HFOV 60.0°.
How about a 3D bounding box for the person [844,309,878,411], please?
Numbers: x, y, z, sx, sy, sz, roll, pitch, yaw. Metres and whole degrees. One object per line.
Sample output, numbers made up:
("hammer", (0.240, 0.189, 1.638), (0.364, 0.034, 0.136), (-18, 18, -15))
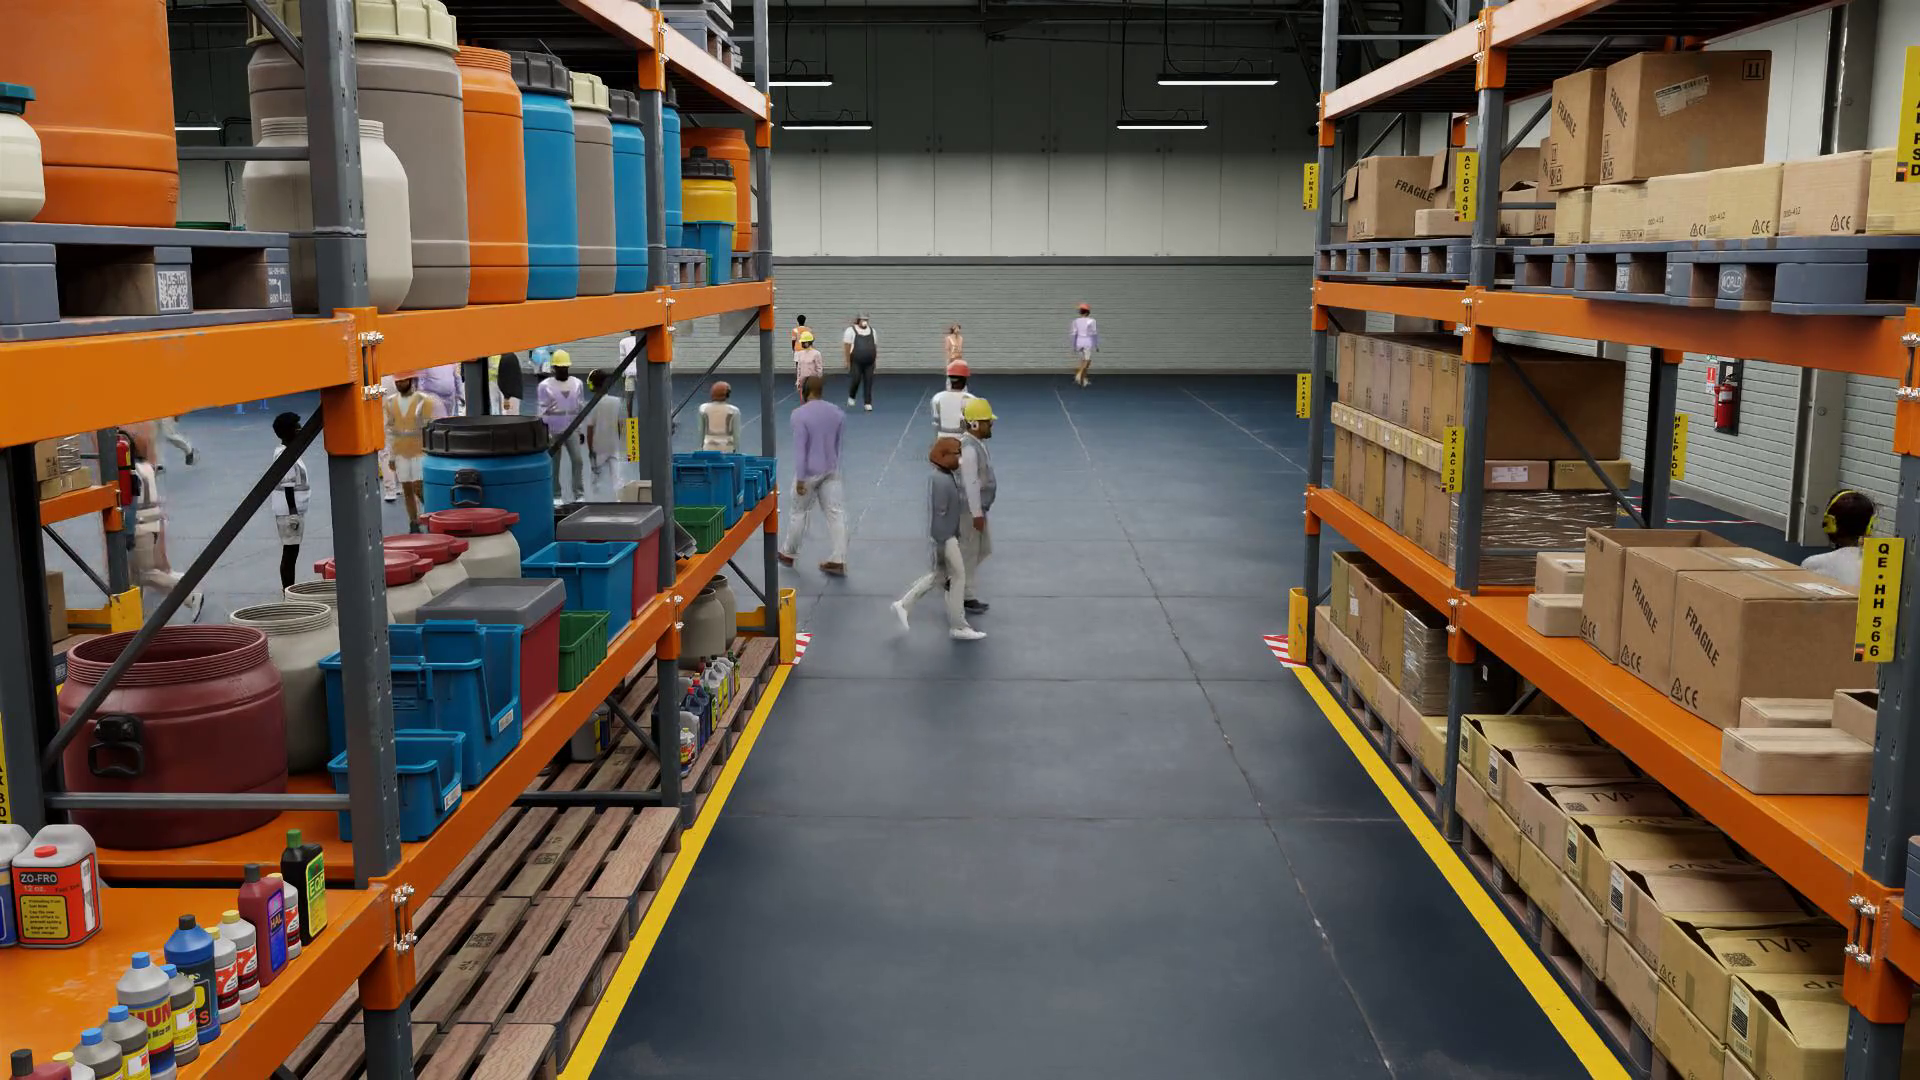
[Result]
("person", (-1.951, -3.596, 33.311), (0.699, 2.000, 0.605), (-4, 10, -24))

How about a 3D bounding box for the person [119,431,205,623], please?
("person", (-6.515, -0.077, 13.361), (0.696, 1.619, 0.517), (-3, 10, -16))

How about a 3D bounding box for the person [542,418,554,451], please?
("person", (-3.352, -0.092, 13.044), (0.395, 1.751, 0.549), (0, 9, 2))

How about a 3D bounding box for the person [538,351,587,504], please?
("person", (-4.731, -1.313, 19.944), (0.613, 1.889, 0.849), (-7, 12, -35))

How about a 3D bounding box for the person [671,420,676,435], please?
("person", (-5.119, -2.628, 27.732), (0.660, 1.925, 0.620), (6, 11, 33))

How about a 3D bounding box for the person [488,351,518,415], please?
("person", (-8.167, -2.856, 29.510), (0.684, 1.772, 1.002), (-3, 10, -19))

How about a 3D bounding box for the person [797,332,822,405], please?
("person", (-2.620, -2.714, 28.747), (0.533, 1.759, 0.331), (7, 12, 36))

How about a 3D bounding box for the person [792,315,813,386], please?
("person", (-3.790, -4.559, 39.967), (0.539, 1.698, 0.319), (-3, 10, -18))

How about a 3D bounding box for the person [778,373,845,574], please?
("person", (-1.443, -0.647, 15.956), (0.984, 1.892, 0.648), (9, 13, 43))

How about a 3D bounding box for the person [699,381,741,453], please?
("person", (-2.758, -1.015, 19.022), (0.513, 1.608, 0.786), (1, 10, 5))

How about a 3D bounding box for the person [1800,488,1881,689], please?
("person", (4.333, 0.656, 8.329), (0.551, 1.834, 0.859), (0, 9, -3))

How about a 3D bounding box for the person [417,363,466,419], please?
("person", (-7.854, -2.151, 25.078), (0.939, 1.871, 0.683), (8, 12, 39))

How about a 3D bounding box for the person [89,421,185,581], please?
("person", (-7.425, -0.489, 15.038), (0.680, 1.876, 0.814), (2, 10, 14))

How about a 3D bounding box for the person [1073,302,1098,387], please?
("person", (2.922, -4.623, 39.432), (0.619, 2.017, 0.869), (7, 12, 35))

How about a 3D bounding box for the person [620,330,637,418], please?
("person", (-5.856, -3.018, 30.062), (0.543, 1.928, 0.371), (1, 10, 8))

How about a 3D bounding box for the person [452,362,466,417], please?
("person", (-9.293, -3.038, 30.441), (0.622, 1.844, 0.429), (5, 11, 26))

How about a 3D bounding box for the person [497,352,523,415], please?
("person", (-6.686, -2.129, 24.653), (0.500, 1.973, 0.624), (-1, 10, -7))

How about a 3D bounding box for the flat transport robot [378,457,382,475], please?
("flat transport robot", (-8.186, -1.090, 23.592), (0.652, 0.197, 1.431), (-1, 9, -5))

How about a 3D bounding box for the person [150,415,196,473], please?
("person", (-11.242, -1.869, 23.520), (0.601, 1.813, 0.650), (4, 10, 22))

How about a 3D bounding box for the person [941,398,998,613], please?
("person", (0.115, -0.295, 14.090), (0.419, 1.822, 0.599), (2, 10, 10))

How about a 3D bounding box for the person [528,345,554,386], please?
("person", (-9.030, -3.854, 35.911), (0.533, 1.653, 0.916), (-1, 10, -7))

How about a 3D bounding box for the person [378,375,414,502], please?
("person", (-7.163, -1.439, 20.783), (0.659, 1.857, 0.970), (-5, 11, -27))

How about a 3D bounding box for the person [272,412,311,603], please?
("person", (-5.666, -0.241, 14.115), (0.316, 1.695, 0.542), (-4, 10, -22))

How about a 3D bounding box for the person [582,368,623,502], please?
("person", (-3.846, -0.937, 17.955), (0.501, 1.818, 0.994), (-8, 12, -39))

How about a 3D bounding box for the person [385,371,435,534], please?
("person", (-5.781, -0.923, 17.524), (0.577, 1.920, 0.430), (2, 10, 10))

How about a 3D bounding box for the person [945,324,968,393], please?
("person", (-0.055, -3.874, 36.105), (0.538, 1.607, 0.761), (-8, 12, -39))

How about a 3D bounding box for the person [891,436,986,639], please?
("person", (-0.172, -0.024, 13.077), (0.691, 1.608, 0.507), (0, 9, 0))

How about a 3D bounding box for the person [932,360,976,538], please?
("person", (-0.017, -0.970, 17.841), (0.544, 1.919, 0.577), (4, 10, 24))
